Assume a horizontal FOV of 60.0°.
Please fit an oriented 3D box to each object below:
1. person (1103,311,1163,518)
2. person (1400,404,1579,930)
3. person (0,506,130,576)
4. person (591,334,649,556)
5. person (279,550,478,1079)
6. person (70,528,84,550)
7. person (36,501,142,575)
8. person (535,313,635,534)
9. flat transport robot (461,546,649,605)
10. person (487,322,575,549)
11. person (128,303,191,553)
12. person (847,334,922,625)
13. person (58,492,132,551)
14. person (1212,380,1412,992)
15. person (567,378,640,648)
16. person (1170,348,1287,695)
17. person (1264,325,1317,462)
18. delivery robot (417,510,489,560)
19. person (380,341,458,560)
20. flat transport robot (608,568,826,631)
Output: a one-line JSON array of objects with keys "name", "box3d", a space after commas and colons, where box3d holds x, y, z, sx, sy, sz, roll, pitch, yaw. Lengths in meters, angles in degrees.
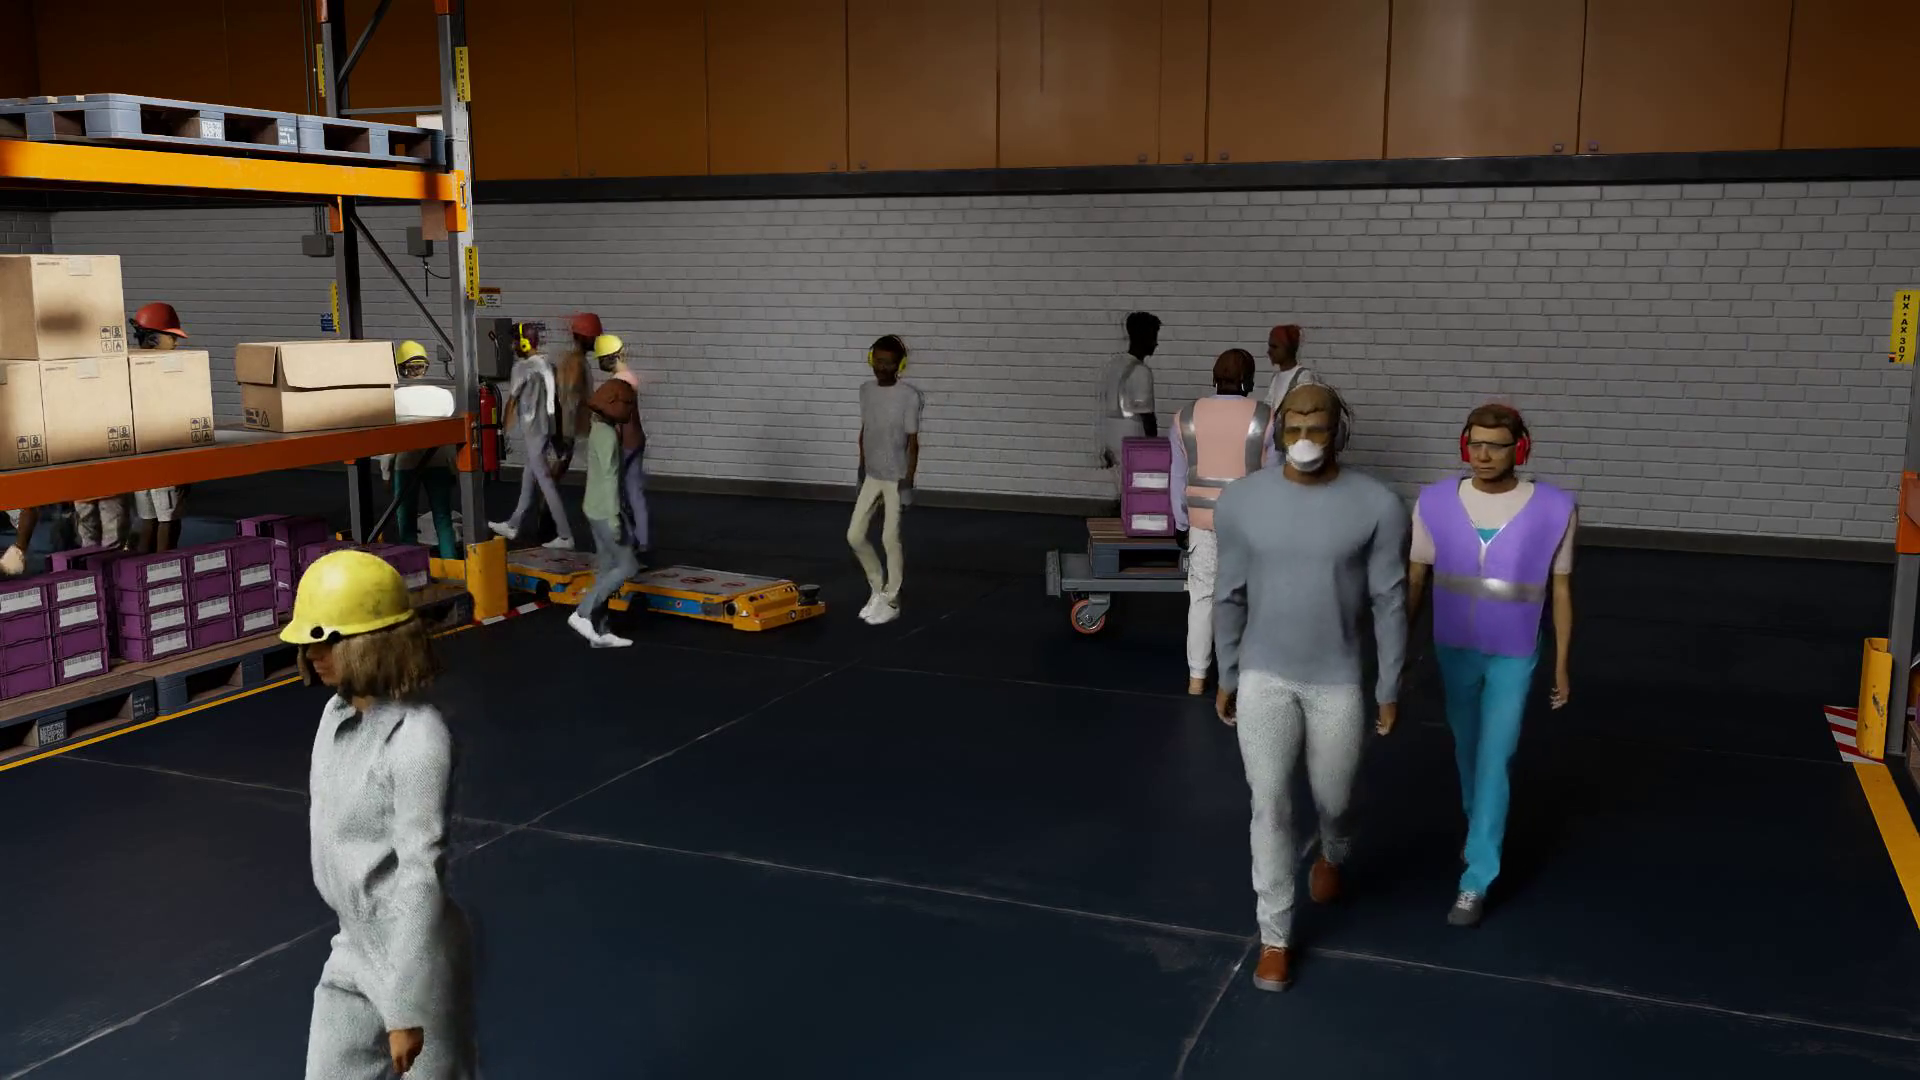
[{"name": "person", "box3d": [1.246, -0.692, 12.153, 0.442, 1.936, 0.614, -2, 10, -11]}, {"name": "person", "box3d": [1.889, 0.396, 6.003, 0.592, 1.797, 0.985, 5, 11, 30]}, {"name": "person", "box3d": [-6.675, -0.729, 12.231, 1.041, 1.992, 0.627, -6, 11, -32]}, {"name": "person", "box3d": [-2.627, -0.727, 12.932, 0.449, 1.731, 0.568, 1, 9, 9]}, {"name": "person", "box3d": [-1.203, 0.865, 3.386, 0.742, 1.705, 0.506, -9, 13, -43]}, {"name": "person", "box3d": [-6.846, -0.825, 12.966, 0.547, 1.934, 0.376, 6, 11, 34]}, {"name": "person", "box3d": [-6.011, -0.499, 11.444, 0.509, 1.786, 1.002, 6, 11, 32]}, {"name": "person", "box3d": [-3.192, -0.974, 14.065, 0.943, 1.869, 0.633, -4, 10, -22]}, {"name": "flat transport robot", "box3d": [-2.835, 0.228, 11.609, 1.431, 0.197, 0.652, 8, 13, 41]}, {"name": "person", "box3d": [-3.500, -0.831, 13.394, 0.955, 1.814, 0.482, 3, 10, 18]}, {"name": "person", "box3d": [-5.037, -0.472, 10.523, 0.605, 2.034, 0.392, 8, 12, 40]}, {"name": "person", "box3d": [-0.479, -0.368, 10.453, 0.559, 1.843, 0.426, 7, 12, 38]}, {"name": "person", "box3d": [-5.458, -0.285, 10.659, 0.532, 1.614, 0.664, -1, 9, -6]}, {"name": "person", "box3d": [1.143, 0.428, 5.445, 0.634, 1.917, 0.819, 3, 10, 18]}, {"name": "person", "box3d": [-2.074, -0.139, 9.734, 0.392, 1.613, 0.561, -3, 10, -15]}, {"name": "person", "box3d": [1.422, -0.082, 8.740, 0.633, 1.843, 0.429, 4, 10, 24]}, {"name": "person", "box3d": [2.376, -0.591, 11.822, 0.784, 1.858, 0.588, -3, 10, -16]}, {"name": "delivery robot", "box3d": [-3.768, -0.048, 12.141, 0.707, 0.478, 0.477, 7, 12, 38]}, {"name": "person", "box3d": [-3.728, -0.486, 11.453, 0.533, 1.759, 0.343, -7, 12, -36]}, {"name": "flat transport robot", "box3d": [-1.634, 0.362, 10.800, 1.431, 0.197, 0.652, 6, 11, 33]}]
